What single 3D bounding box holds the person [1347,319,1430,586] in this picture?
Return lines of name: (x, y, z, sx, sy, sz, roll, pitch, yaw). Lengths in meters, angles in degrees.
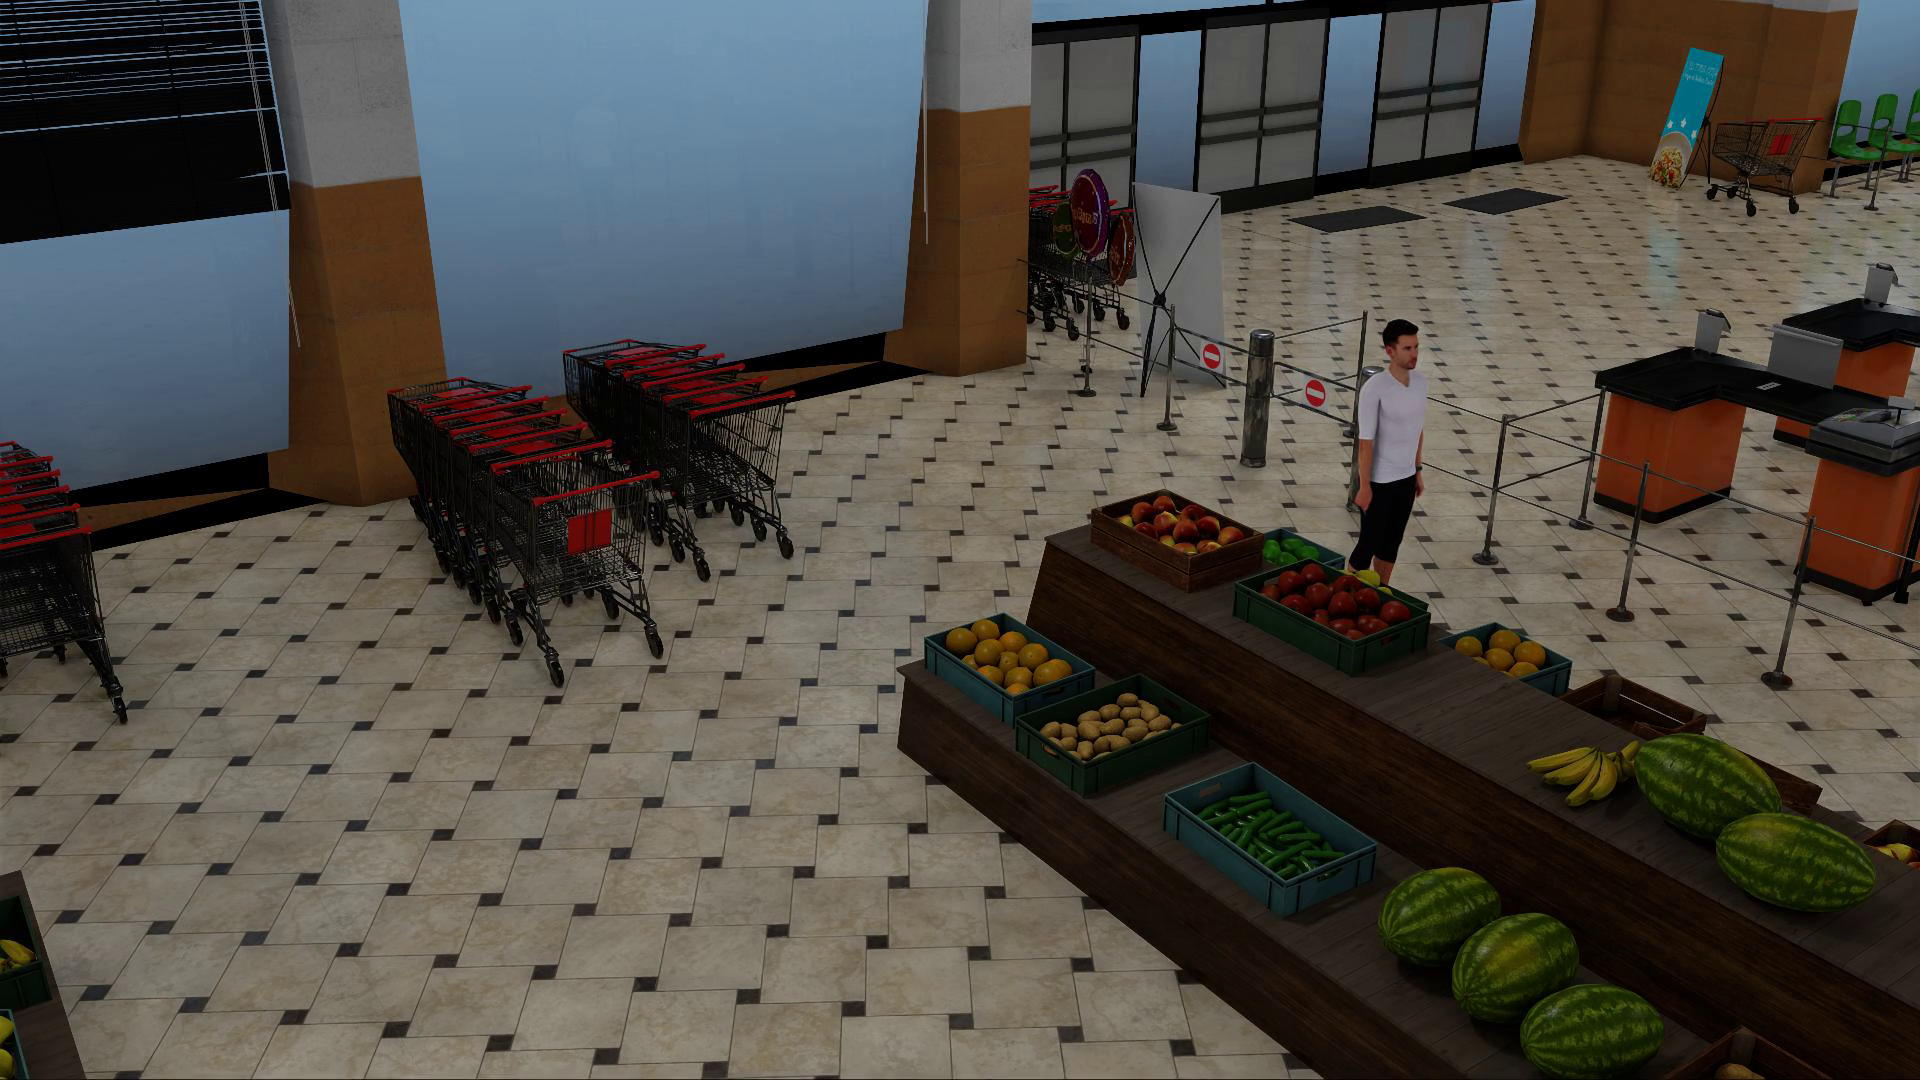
person: (2.483, -0.382, 9.655, 0.659, 1.852, 0.540, -15, 28, -31)
